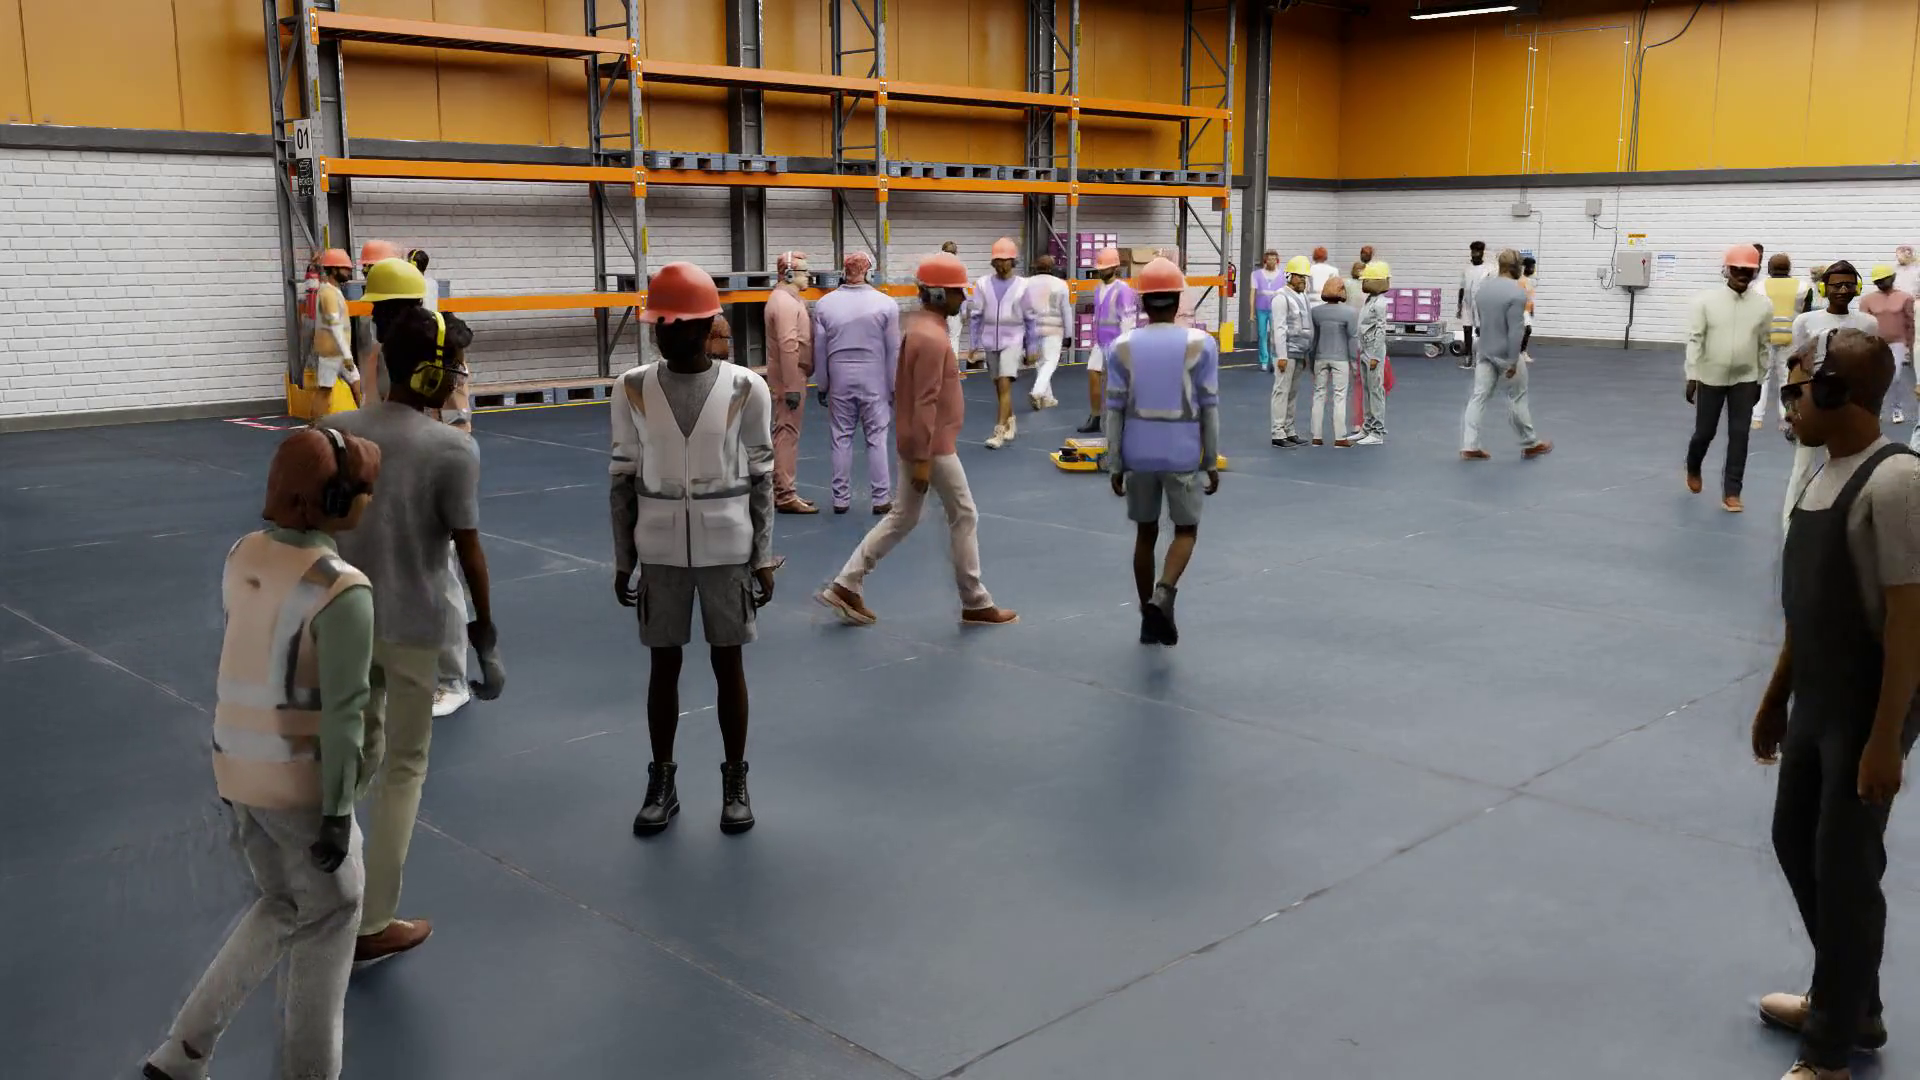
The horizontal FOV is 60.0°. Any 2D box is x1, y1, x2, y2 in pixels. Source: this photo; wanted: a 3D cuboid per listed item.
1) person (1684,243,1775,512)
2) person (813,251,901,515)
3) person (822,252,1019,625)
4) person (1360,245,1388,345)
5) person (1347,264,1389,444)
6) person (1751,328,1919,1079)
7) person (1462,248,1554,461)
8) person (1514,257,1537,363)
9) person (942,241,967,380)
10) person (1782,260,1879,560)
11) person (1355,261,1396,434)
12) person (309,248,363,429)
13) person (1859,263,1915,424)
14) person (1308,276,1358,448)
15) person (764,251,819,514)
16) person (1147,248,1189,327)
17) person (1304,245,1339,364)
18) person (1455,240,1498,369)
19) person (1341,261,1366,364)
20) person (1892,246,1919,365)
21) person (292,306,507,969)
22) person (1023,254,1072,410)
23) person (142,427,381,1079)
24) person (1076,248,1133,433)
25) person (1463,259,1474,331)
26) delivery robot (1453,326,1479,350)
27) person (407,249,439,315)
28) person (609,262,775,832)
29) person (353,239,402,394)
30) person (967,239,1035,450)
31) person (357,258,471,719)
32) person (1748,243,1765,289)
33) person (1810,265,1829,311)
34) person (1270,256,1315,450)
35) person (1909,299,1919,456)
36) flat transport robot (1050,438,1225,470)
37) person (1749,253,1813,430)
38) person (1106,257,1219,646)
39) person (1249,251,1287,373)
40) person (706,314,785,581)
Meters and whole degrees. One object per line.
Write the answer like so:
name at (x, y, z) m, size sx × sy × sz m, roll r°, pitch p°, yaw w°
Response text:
person at (5.689, -1.219, 12.384) m, size 0.622 × 1.974 × 0.727 m, roll 2°, pitch 11°, yaw 10°
person at (-0.730, -1.136, 12.104) m, size 0.646 × 1.907 × 0.401 m, roll 2°, pitch 11°, yaw 10°
person at (-0.230, -0.498, 8.550) m, size 0.992 × 1.954 × 0.634 m, roll -2°, pitch 11°, yaw -12°
person at (7.260, -4.285, 29.453) m, size 0.808 × 1.848 × 0.589 m, roll -1°, pitch 10°, yaw -5°
person at (3.993, -1.805, 16.198) m, size 0.294 × 1.744 × 0.485 m, roll 0°, pitch 10°, yaw -3°
person at (2.100, 0.420, 3.898) m, size 0.464 × 1.813 × 0.606 m, roll 1°, pitch 10°, yaw 3°
person at (4.936, -1.655, 14.952) m, size 0.969 × 1.892 × 0.651 m, roll -5°, pitch 12°, yaw -25°
person at (8.903, -3.609, 26.225) m, size 0.611 × 1.657 × 0.634 m, roll 7°, pitch 13°, yaw 35°
person at (-0.170, -3.203, 23.291) m, size 0.634 × 1.936 × 0.351 m, roll 8°, pitch 13°, yaw 36°
person at (5.368, -0.782, 10.277) m, size 0.518 × 1.872 × 0.326 m, roll 2°, pitch 11°, yaw 9°
person at (4.245, -1.943, 16.898) m, size 0.449 × 1.751 × 0.546 m, roll 0°, pitch 10°, yaw -2°
person at (-5.760, -1.781, 15.656) m, size 0.962 × 1.888 × 0.574 m, roll -2°, pitch 11°, yaw -12°
person at (9.919, -2.103, 17.861) m, size 0.542 × 1.725 × 0.504 m, roll 7°, pitch 12°, yaw 33°
person at (3.559, -1.696, 15.895) m, size 0.500 × 1.636 × 0.286 m, roll 7°, pitch 12°, yaw 33°
person at (-1.223, -1.152, 12.192) m, size 0.399 × 1.909 × 0.642 m, roll -2°, pitch 11°, yaw -9°
person at (2.131, -2.068, 17.256) m, size 0.600 × 1.890 × 0.639 m, roll 8°, pitch 13°, yaw 36°
person at (5.525, -3.587, 25.580) m, size 0.586 × 1.865 × 0.558 m, roll 1°, pitch 10°, yaw 4°
person at (7.861, -3.572, 25.265) m, size 0.566 × 1.948 × 0.611 m, roll -9°, pitch 14°, yaw -42°
person at (6.253, -3.603, 26.325) m, size 0.512 × 1.618 × 0.405 m, roll -3°, pitch 11°, yaw -15°
person at (14.707, -3.610, 25.728) m, size 0.477 × 1.864 × 0.750 m, roll -8°, pitch 13°, yaw -36°
person at (-1.573, 0.270, 4.635) m, size 0.563 × 1.828 × 0.441 m, roll 3°, pitch 11°, yaw 13°
person at (0.982, -2.418, 19.370) m, size 0.635 × 1.812 × 0.879 m, roll 5°, pitch 12°, yaw 27°
person at (-1.523, 0.555, 3.706) m, size 0.527 × 1.607 × 0.519 m, roll 8°, pitch 13°, yaw 39°
person at (1.603, -2.043, 17.071) m, size 0.804 × 1.902 × 0.550 m, roll -7°, pitch 12°, yaw -33°
person at (9.145, -4.144, 29.210) m, size 0.875 × 1.645 × 0.541 m, roll 6°, pitch 12°, yaw 29°
delivery robot at (8.642, -3.393, 27.844) m, size 0.707 × 0.478 × 0.477 m, roll 6°, pitch 12°, yaw 31°
person at (-5.758, -2.170, 17.842) m, size 0.334 × 1.873 × 0.517 m, roll 2°, pitch 11°, yaw 13°
person at (-0.901, 0.041, 5.610) m, size 0.553 × 1.933 × 0.356 m, roll 0°, pitch 10°, yaw -2°
person at (-4.342, -1.260, 12.566) m, size 1.057 × 1.988 × 0.616 m, roll -2°, pitch 11°, yaw -11°
person at (0.418, -1.894, 16.039) m, size 0.609 × 1.996 × 1.069 m, roll 4°, pitch 11°, yaw 20°
person at (-2.312, -0.212, 7.009) m, size 0.587 × 1.927 × 0.368 m, roll 5°, pitch 12°, yaw 27°
person at (12.503, -3.774, 26.513) m, size 0.609 × 1.898 × 0.644 m, roll -5°, pitch 11°, yaw -25°
person at (12.003, -3.021, 23.222) m, size 0.611 × 1.600 × 0.580 m, roll 1°, pitch 10°, yaw 3°
person at (3.168, -1.783, 15.851) m, size 0.404 × 1.827 × 0.588 m, roll 7°, pitch 12°, yaw 33°
person at (7.271, -1.165, 12.190) m, size 0.627 × 1.935 × 0.372 m, roll -2°, pitch 11°, yaw -11°
flat transport robot at (1.539, -0.761, 14.522) m, size 1.431 × 0.197 × 0.652 m, roll -1°, pitch 10°, yaw -5°
person at (8.501, -2.047, 17.335) m, size 0.650 × 1.847 × 0.435 m, roll 4°, pitch 11°, yaw 21°
person at (0.969, -0.405, 8.090) m, size 0.561 × 1.917 × 0.607 m, roll 3°, pitch 11°, yaw 18°
person at (4.546, -3.350, 24.497) m, size 0.564 × 1.785 × 0.977 m, roll 2°, pitch 11°, yaw 10°
person at (-1.411, -0.485, 9.443) m, size 0.502 × 1.575 × 0.886 m, roll 9°, pitch 14°, yaw 40°
